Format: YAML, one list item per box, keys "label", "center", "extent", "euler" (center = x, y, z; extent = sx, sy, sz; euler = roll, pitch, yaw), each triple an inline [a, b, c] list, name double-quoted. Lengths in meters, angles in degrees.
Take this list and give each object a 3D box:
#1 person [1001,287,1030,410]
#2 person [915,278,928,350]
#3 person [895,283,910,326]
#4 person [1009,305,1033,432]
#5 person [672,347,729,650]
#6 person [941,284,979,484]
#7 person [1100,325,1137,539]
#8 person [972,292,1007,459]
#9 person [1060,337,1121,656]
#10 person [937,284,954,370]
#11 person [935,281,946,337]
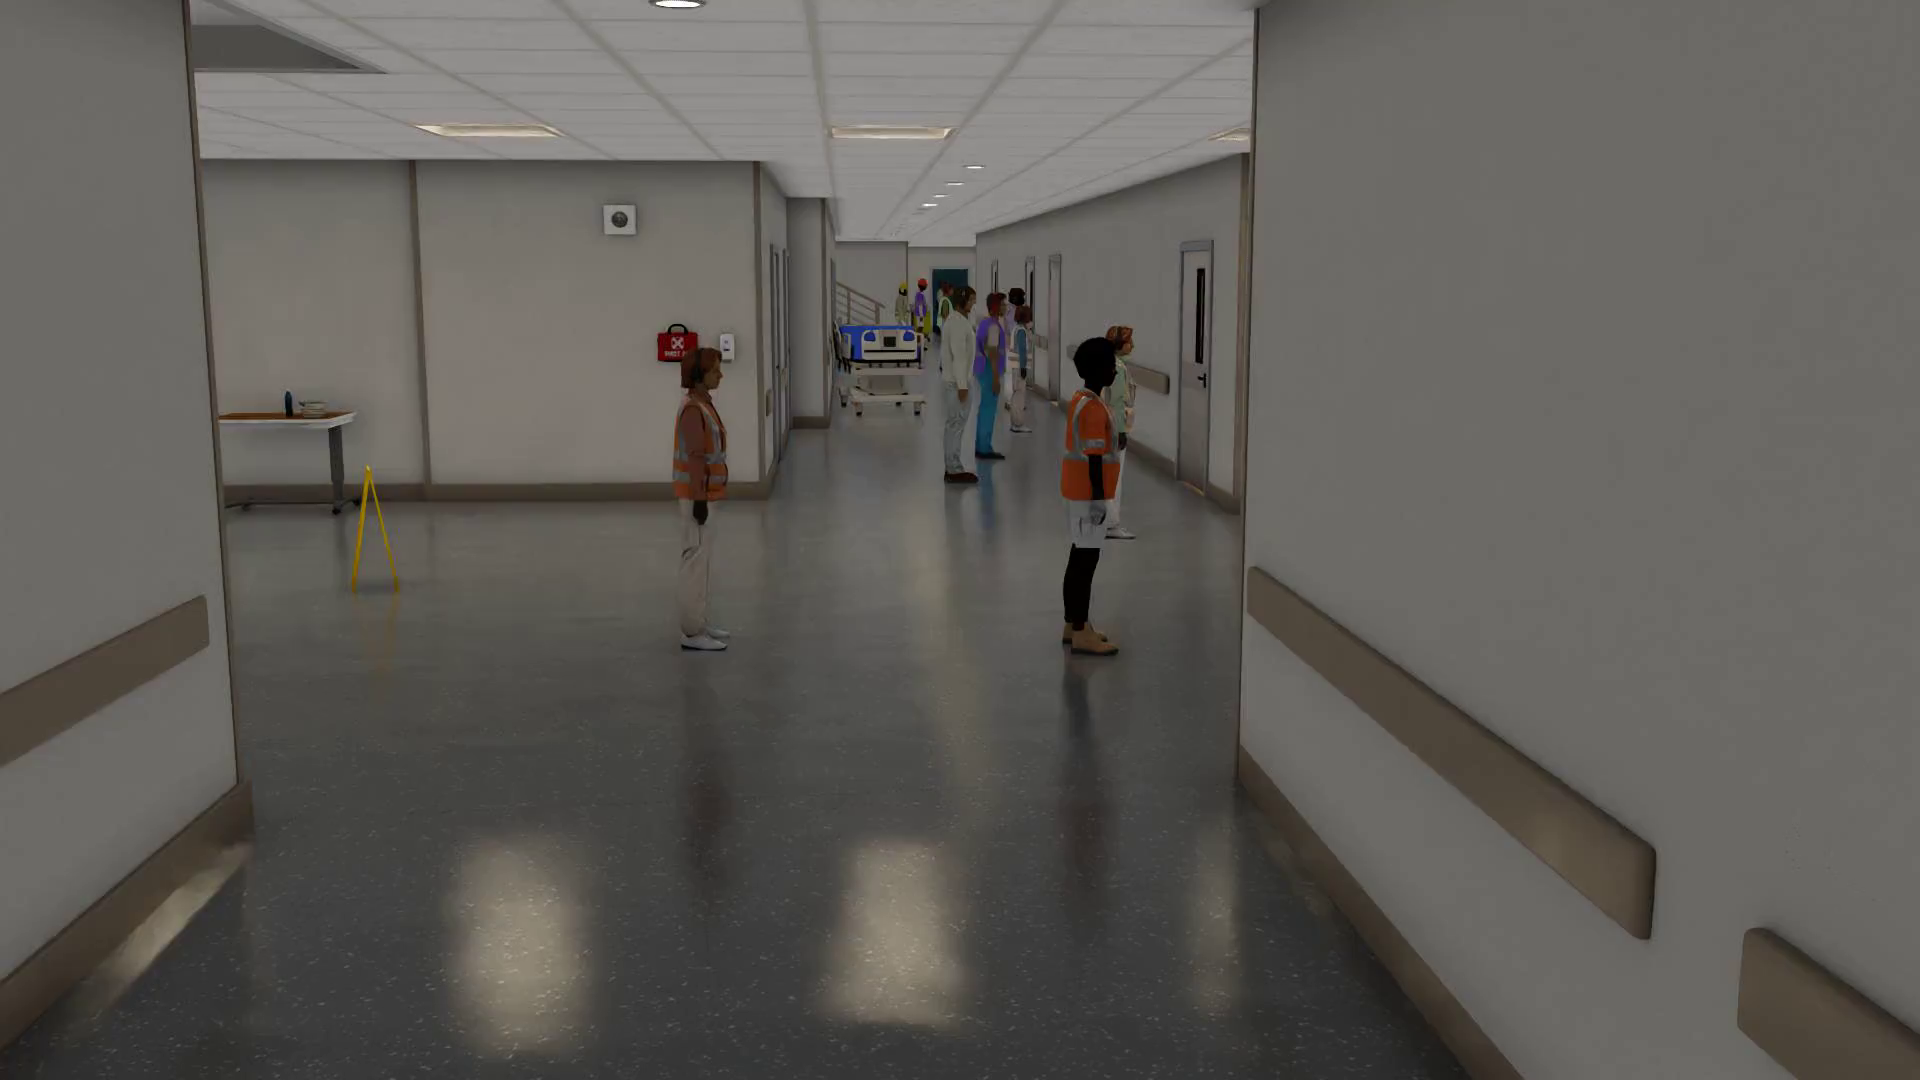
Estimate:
- label: "person"
  center: [0.831, -2.878, 25.059]
  extent: [0.429, 1.839, 0.633]
  euler: [-1, 9, -4]
- label: "person"
  center: [-1.026, -6.069, 44.787]
  extent: [0.373, 1.934, 0.551]
  euler: [-1, 9, -4]
- label: "person"
  center: [-1.481, -5.699, 42.803]
  extent: [0.404, 1.827, 0.600]
  euler: [-1, 9, -4]
- label: "person"
  center: [0.787, -2.210, 21.500]
  extent: [0.310, 1.636, 0.522]
  euler: [-1, 9, -4]
- label: "person"
  center: [-1.408, -0.228, 9.047]
  extent: [0.310, 1.638, 0.522]
  euler: [-1, 9, -4]
- label: "person"
  center: [-0.003, -1.523, 16.242]
  extent: [0.356, 1.936, 0.635]
  euler: [-1, 9, -4]
- label: "person"
  center: [1.201, -0.833, 12.848]
  extent: [0.310, 1.638, 0.522]
  euler: [-1, 9, -4]
- label: "person"
  center: [0.327, -1.808, 18.413]
  extent: [0.401, 1.830, 0.604]
  euler: [-2, 9, -10]
- label: "person"
  center: [0.702, -0.238, 8.928]
  extent: [0.317, 1.695, 0.540]
  euler: [-1, 9, -4]
- label: "person"
  center: [-0.312, -4.530, 35.425]
  extent: [0.373, 1.840, 0.570]
  euler: [-1, 9, -4]
- label: "person"
  center: [-0.623, -7.530, 54.315]
  extent: [0.404, 1.832, 0.533]
  euler: [-1, 9, -7]
